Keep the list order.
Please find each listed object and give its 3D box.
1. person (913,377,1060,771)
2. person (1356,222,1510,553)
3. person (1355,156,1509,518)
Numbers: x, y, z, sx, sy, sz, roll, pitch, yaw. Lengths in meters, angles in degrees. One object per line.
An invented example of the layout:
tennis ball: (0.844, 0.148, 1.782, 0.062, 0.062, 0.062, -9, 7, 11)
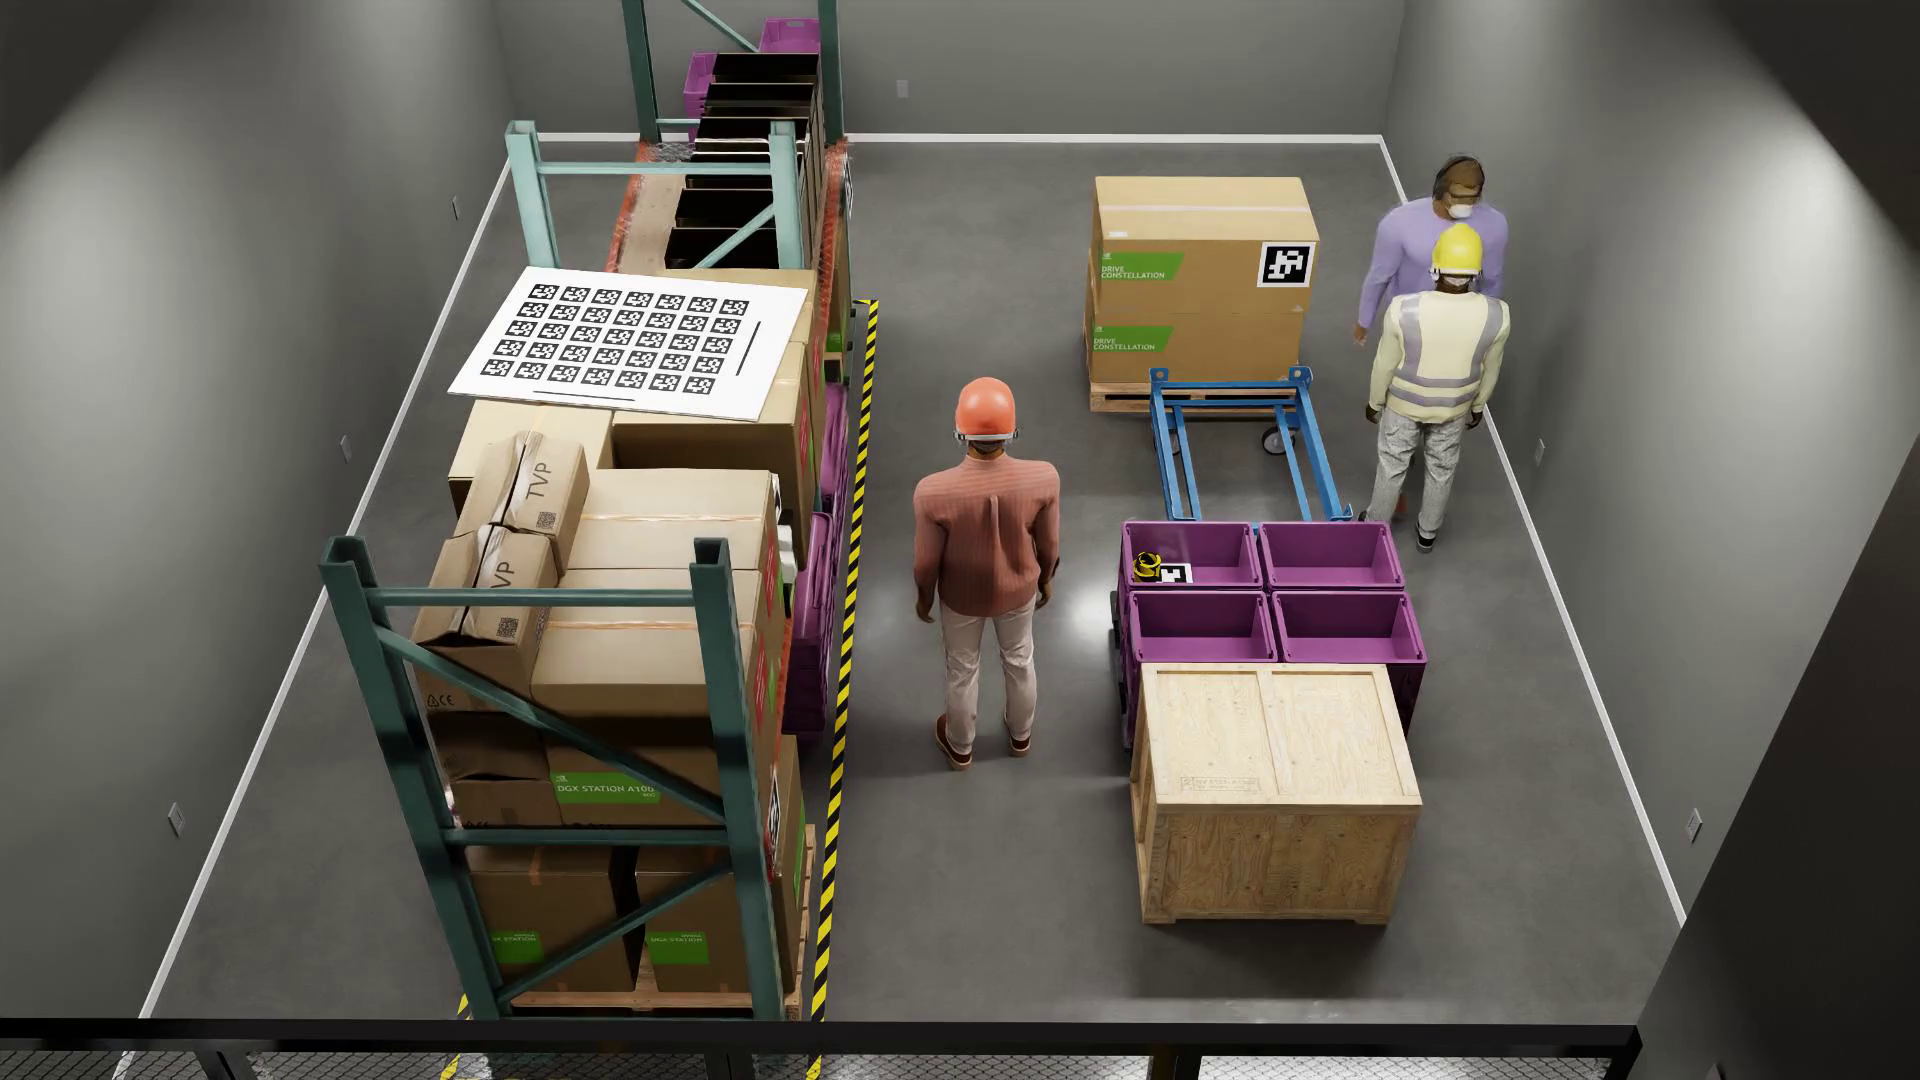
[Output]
person: (0.106, 0.174, 6.873, 0.608, 1.994, 0.377, -9, 42, -10)
person: (2.247, -0.695, 7.984, 0.590, 1.834, 0.403, 2, 41, 2)
person: (2.355, -1.021, 8.311, 0.655, 1.894, 0.917, -1, 41, -2)
